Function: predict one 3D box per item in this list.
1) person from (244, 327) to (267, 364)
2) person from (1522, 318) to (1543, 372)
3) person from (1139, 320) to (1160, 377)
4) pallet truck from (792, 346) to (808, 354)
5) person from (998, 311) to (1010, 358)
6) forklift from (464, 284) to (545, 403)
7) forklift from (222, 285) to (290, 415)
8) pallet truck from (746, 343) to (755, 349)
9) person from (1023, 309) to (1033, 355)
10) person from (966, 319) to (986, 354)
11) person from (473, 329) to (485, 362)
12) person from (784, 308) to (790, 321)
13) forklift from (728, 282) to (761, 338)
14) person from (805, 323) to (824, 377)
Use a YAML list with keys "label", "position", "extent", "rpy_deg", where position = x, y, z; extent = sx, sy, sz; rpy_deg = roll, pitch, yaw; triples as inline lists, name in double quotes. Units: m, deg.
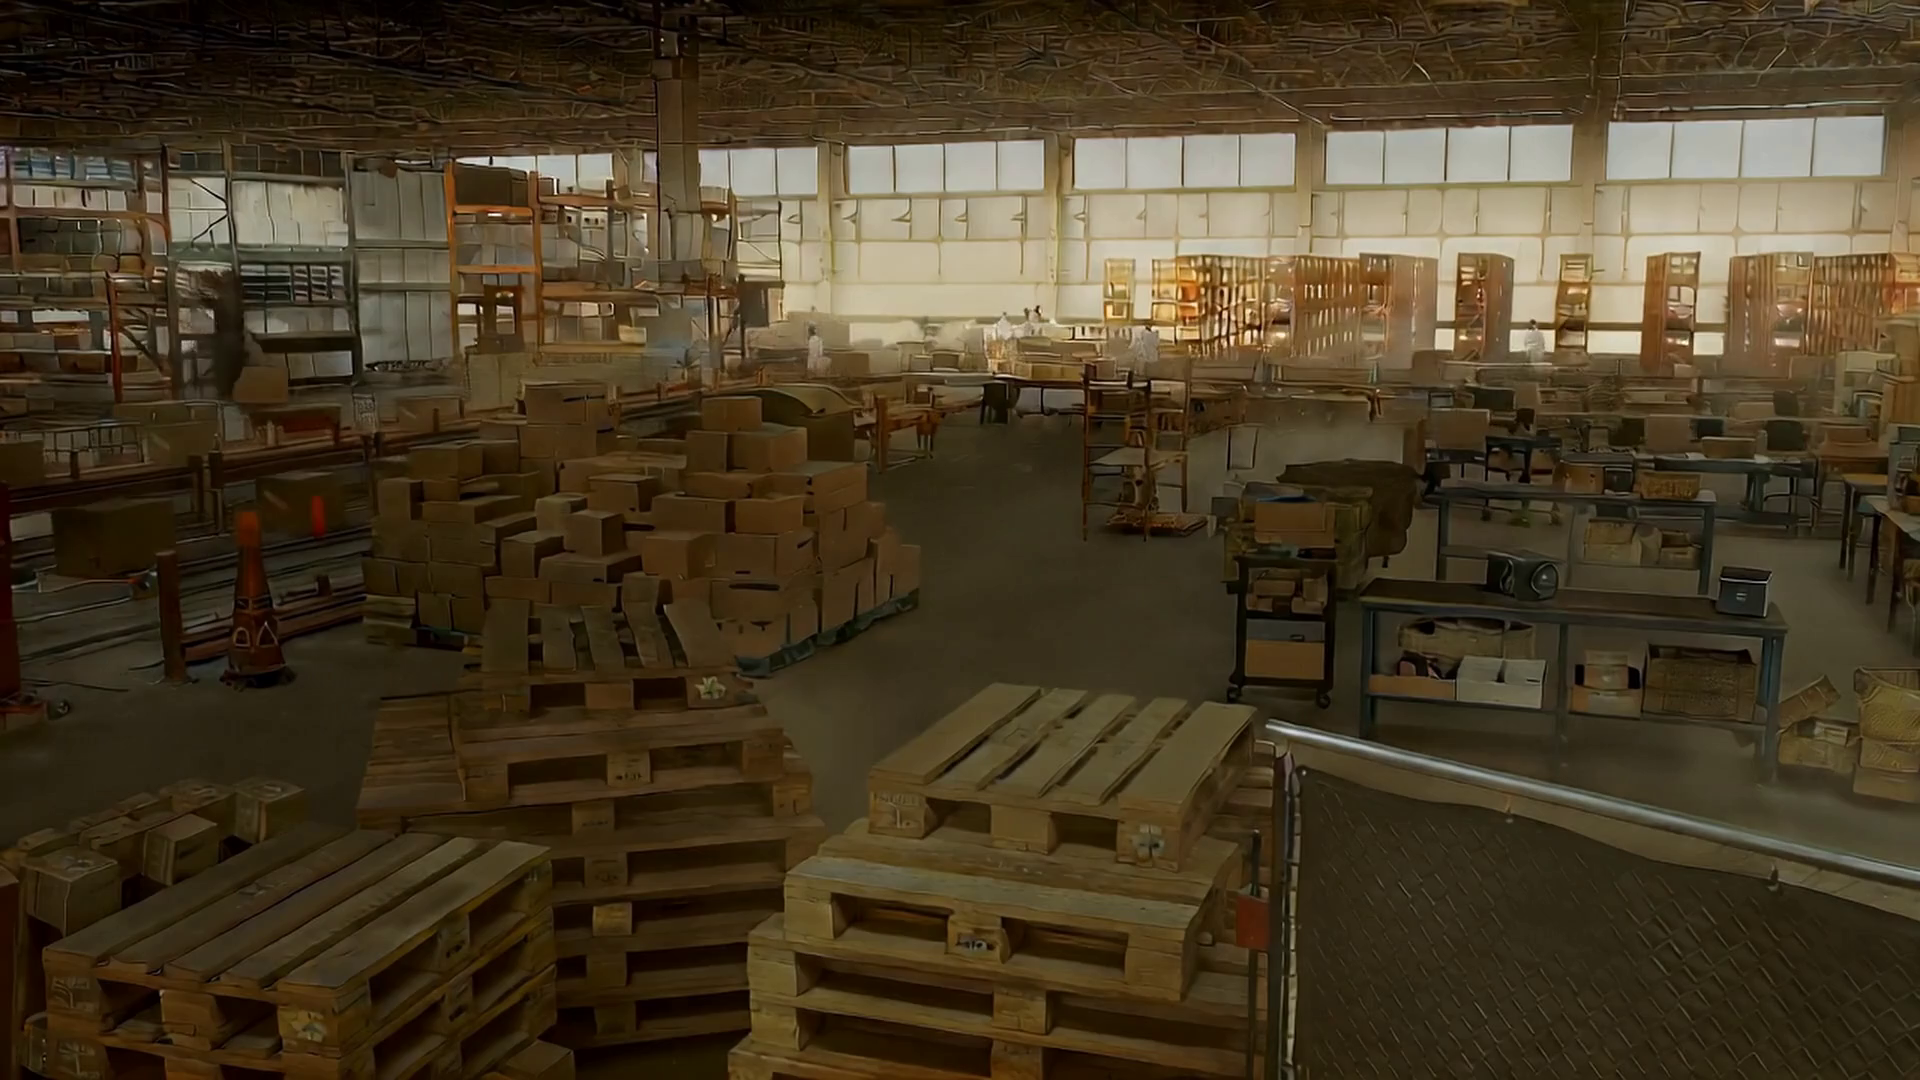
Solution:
- label: "person"
  position: [-15.574, -3.727, 36.614]
  extent: [0.654, 1.889, 0.534]
  rpy_deg: [1, 9, 8]
- label: "person"
  position: [16.485, -5.479, 47.895]
  extent: [0.587, 1.786, 0.816]
  rpy_deg: [3, 10, 18]
- label: "person"
  position: [5.052, -4.938, 44.334]
  extent: [0.565, 1.845, 0.387]
  rpy_deg: [0, 9, 1]
- label: "pallet truck"
  position: [-3.705, -4.298, 42.022]
  extent: [0.653, 1.274, 1.630]
  rpy_deg: [3, 10, 20]
- label: "person"
  position: [1.625, -7.517, 60.882]
  extent: [0.485, 1.734, 0.353]
  rpy_deg: [-5, 10, -30]
- label: "forklift"
  position: [-10.832, -4.702, 39.610]
  extent: [1.129, 2.768, 1.873]
  rpy_deg: [3, 10, 20]
- label: "forklift"
  position: [-15.466, -4.062, 35.594]
  extent: [1.873, 2.768, 1.129]
  rpy_deg: [-3, 10, -18]
- label: "pallet truck"
  position: [-6.183, -4.618, 44.264]
  extent: [1.601, 1.201, 0.680]
  rpy_deg: [-9, 12, -43]
- label: "person"
  position: [2.265, -6.872, 56.282]
  extent: [0.406, 1.911, 0.639]
  rpy_deg: [1, 9, 6]
- label: "person"
  position: [0.465, -5.193, 45.978]
  extent: [0.603, 1.830, 0.404]
  rpy_deg: [5, 10, 29]
- label: "person"
  position: [-12.040, -4.479, 41.954]
  extent: [0.321, 1.693, 0.535]
  rpy_deg: [8, 12, 41]
- label: "person"
  position: [-7.000, -8.281, 65.696]
  extent: [0.846, 1.714, 0.594]
  rpy_deg: [4, 10, 23]
- label: "forklift"
  position: [-6.458, -6.534, 51.117]
  extent: [1.873, 2.768, 1.129]
  rpy_deg: [3, 10, 20]
- label: "person"
  position: [-3.485, -4.177, 39.428]
  extent: [1.016, 1.896, 0.607]
  rpy_deg: [2, 9, 14]
